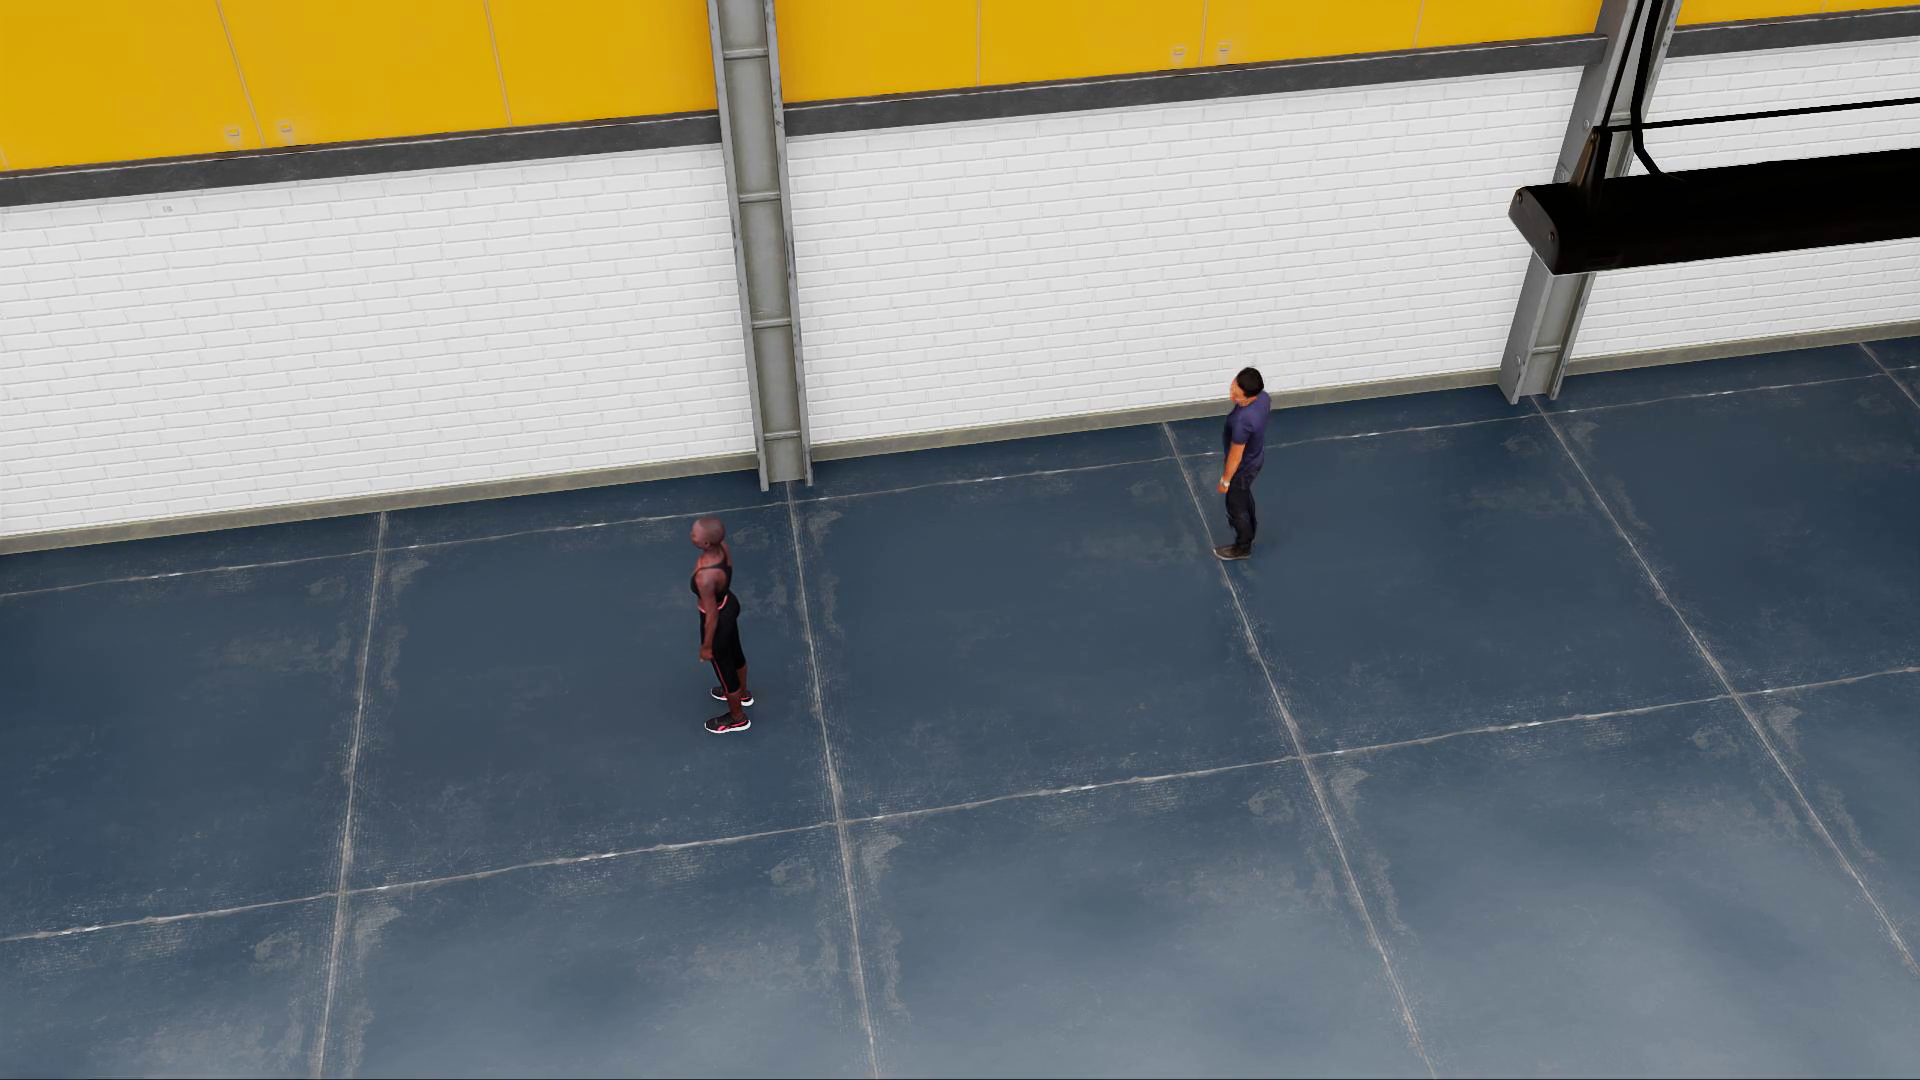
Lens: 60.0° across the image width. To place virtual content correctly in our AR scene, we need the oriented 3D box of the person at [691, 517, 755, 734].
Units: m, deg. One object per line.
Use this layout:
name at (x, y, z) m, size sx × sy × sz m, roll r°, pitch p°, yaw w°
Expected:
person at (-1.482, 0.511, 10.349) m, size 0.613 × 1.757 × 0.635 m, roll 4°, pitch 44°, yaw 4°

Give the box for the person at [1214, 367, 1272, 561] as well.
person at (1.973, -0.532, 11.444) m, size 0.786 × 1.758 × 0.832 m, roll 24°, pitch 49°, yaw 23°
